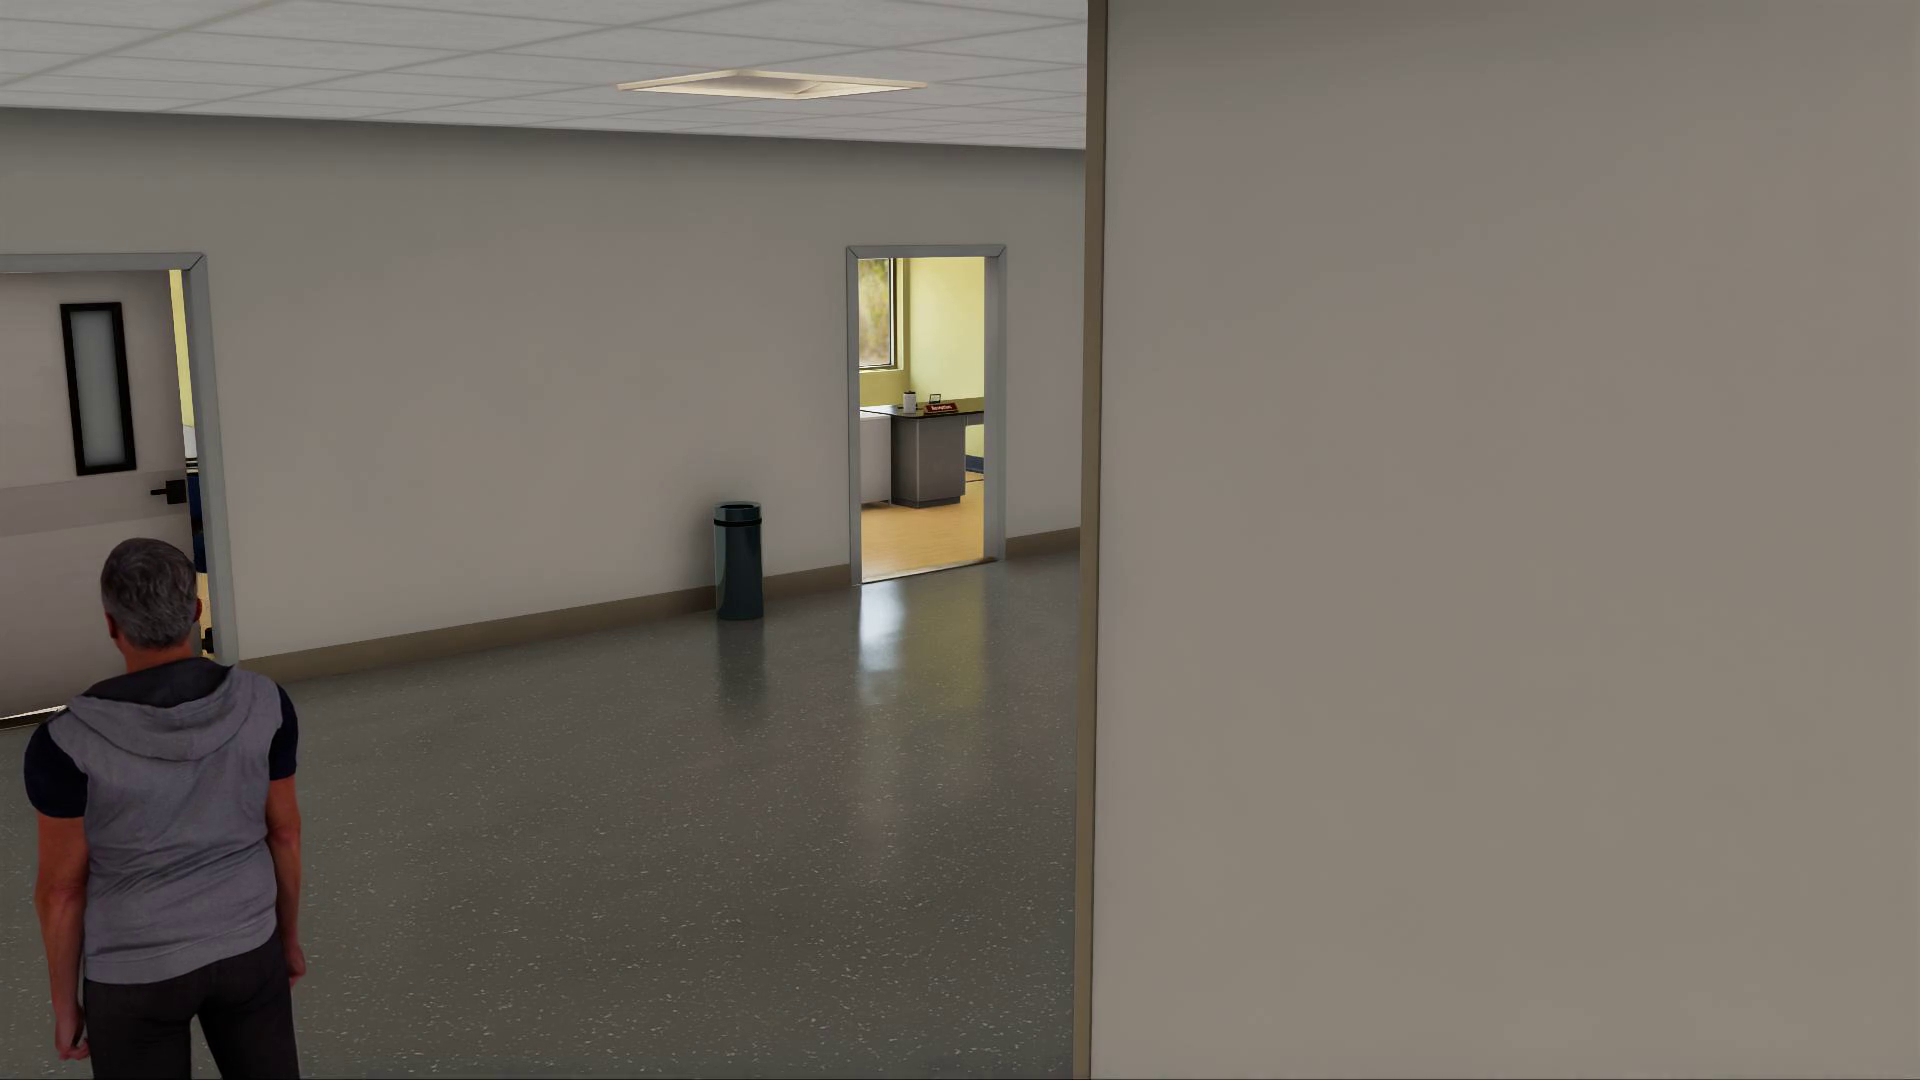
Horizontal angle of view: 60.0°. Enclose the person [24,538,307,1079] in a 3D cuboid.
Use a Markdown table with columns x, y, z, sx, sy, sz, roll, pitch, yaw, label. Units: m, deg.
| x | y | z | sx | sy | sz | roll | pitch | yaw | label |
| --- | --- | --- | --- | --- | --- | --- | --- | --- | --- |
| -1.603 | 0.902 | 3.473 | 0.499 | 1.822 | 0.747 | -10 | 15 | -43 | person |
